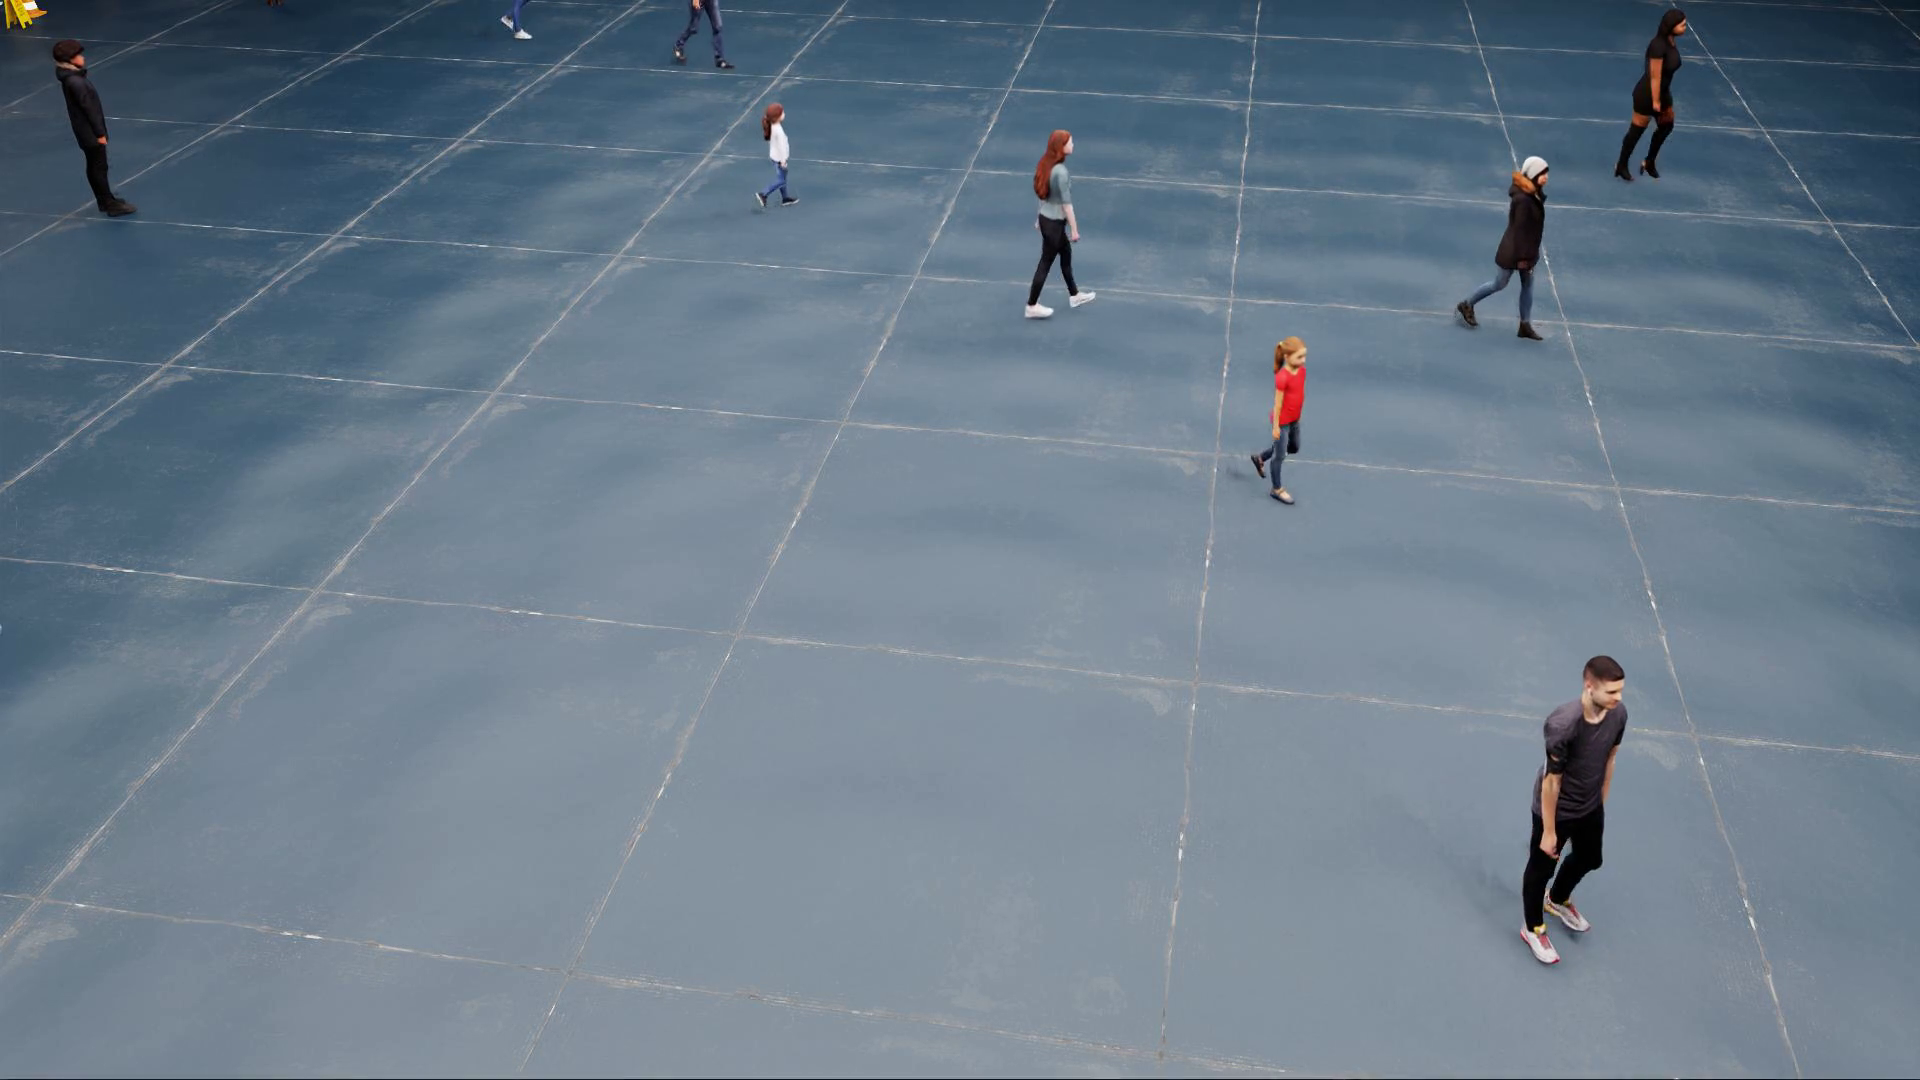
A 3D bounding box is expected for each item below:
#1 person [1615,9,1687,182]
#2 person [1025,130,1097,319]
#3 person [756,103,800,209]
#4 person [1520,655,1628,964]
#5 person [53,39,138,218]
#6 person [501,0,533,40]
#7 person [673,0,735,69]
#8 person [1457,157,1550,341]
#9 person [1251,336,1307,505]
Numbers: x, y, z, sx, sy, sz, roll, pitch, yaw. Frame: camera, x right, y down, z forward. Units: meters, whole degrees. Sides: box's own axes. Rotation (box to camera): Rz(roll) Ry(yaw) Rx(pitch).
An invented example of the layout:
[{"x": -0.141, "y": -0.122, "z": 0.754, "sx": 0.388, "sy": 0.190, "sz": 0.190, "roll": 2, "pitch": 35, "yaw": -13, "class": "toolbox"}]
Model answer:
[{"x": 7.271, "y": -4.723, "z": 17.707, "sx": 0.846, "sy": 1.837, "sz": 0.794, "roll": 25, "pitch": 40, "yaw": 34, "class": "person"}, {"x": 0.743, "y": -2.751, "z": 14.694, "sx": 1.046, "sy": 1.715, "sz": 0.884, "roll": -11, "pitch": 34, "yaw": -16, "class": "person"}, {"x": -1.920, "y": -3.963, "z": 17.191, "sx": 0.770, "sy": 1.100, "sz": 0.665, "roll": -15, "pitch": 35, "yaw": -22, "class": "person"}, {"x": 2.988, "y": 1.280, "z": 8.260, "sx": 0.748, "sy": 1.763, "sz": 0.842, "roll": -12, "pitch": 34, "yaw": -18, "class": "person"}, {"x": -8.866, "y": -4.187, "z": 16.913, "sx": 0.787, "sy": 1.777, "sz": 0.709, "roll": -25, "pitch": 40, "yaw": -34, "class": "person"}, {"x": -6.106, "y": -7.651, "z": 22.445, "sx": 0.686, "sy": 1.732, "sz": 0.586, "roll": 6, "pitch": 33, "yaw": 9, "class": "person"}, {"x": -3.378, "y": -6.964, "z": 21.259, "sx": 1.232, "sy": 1.836, "sz": 0.982, "roll": 22, "pitch": 39, "yaw": 31, "class": "person"}, {"x": 4.774, "y": -2.533, "z": 14.450, "sx": 1.135, "sy": 1.607, "sz": 0.957, "roll": 25, "pitch": 40, "yaw": 34, "class": "person"}, {"x": 2.326, "y": -0.905, "z": 12.156, "sx": 0.678, "sy": 1.300, "sz": 0.769, "roll": -27, "pitch": 41, "yaw": -35, "class": "person"}]
